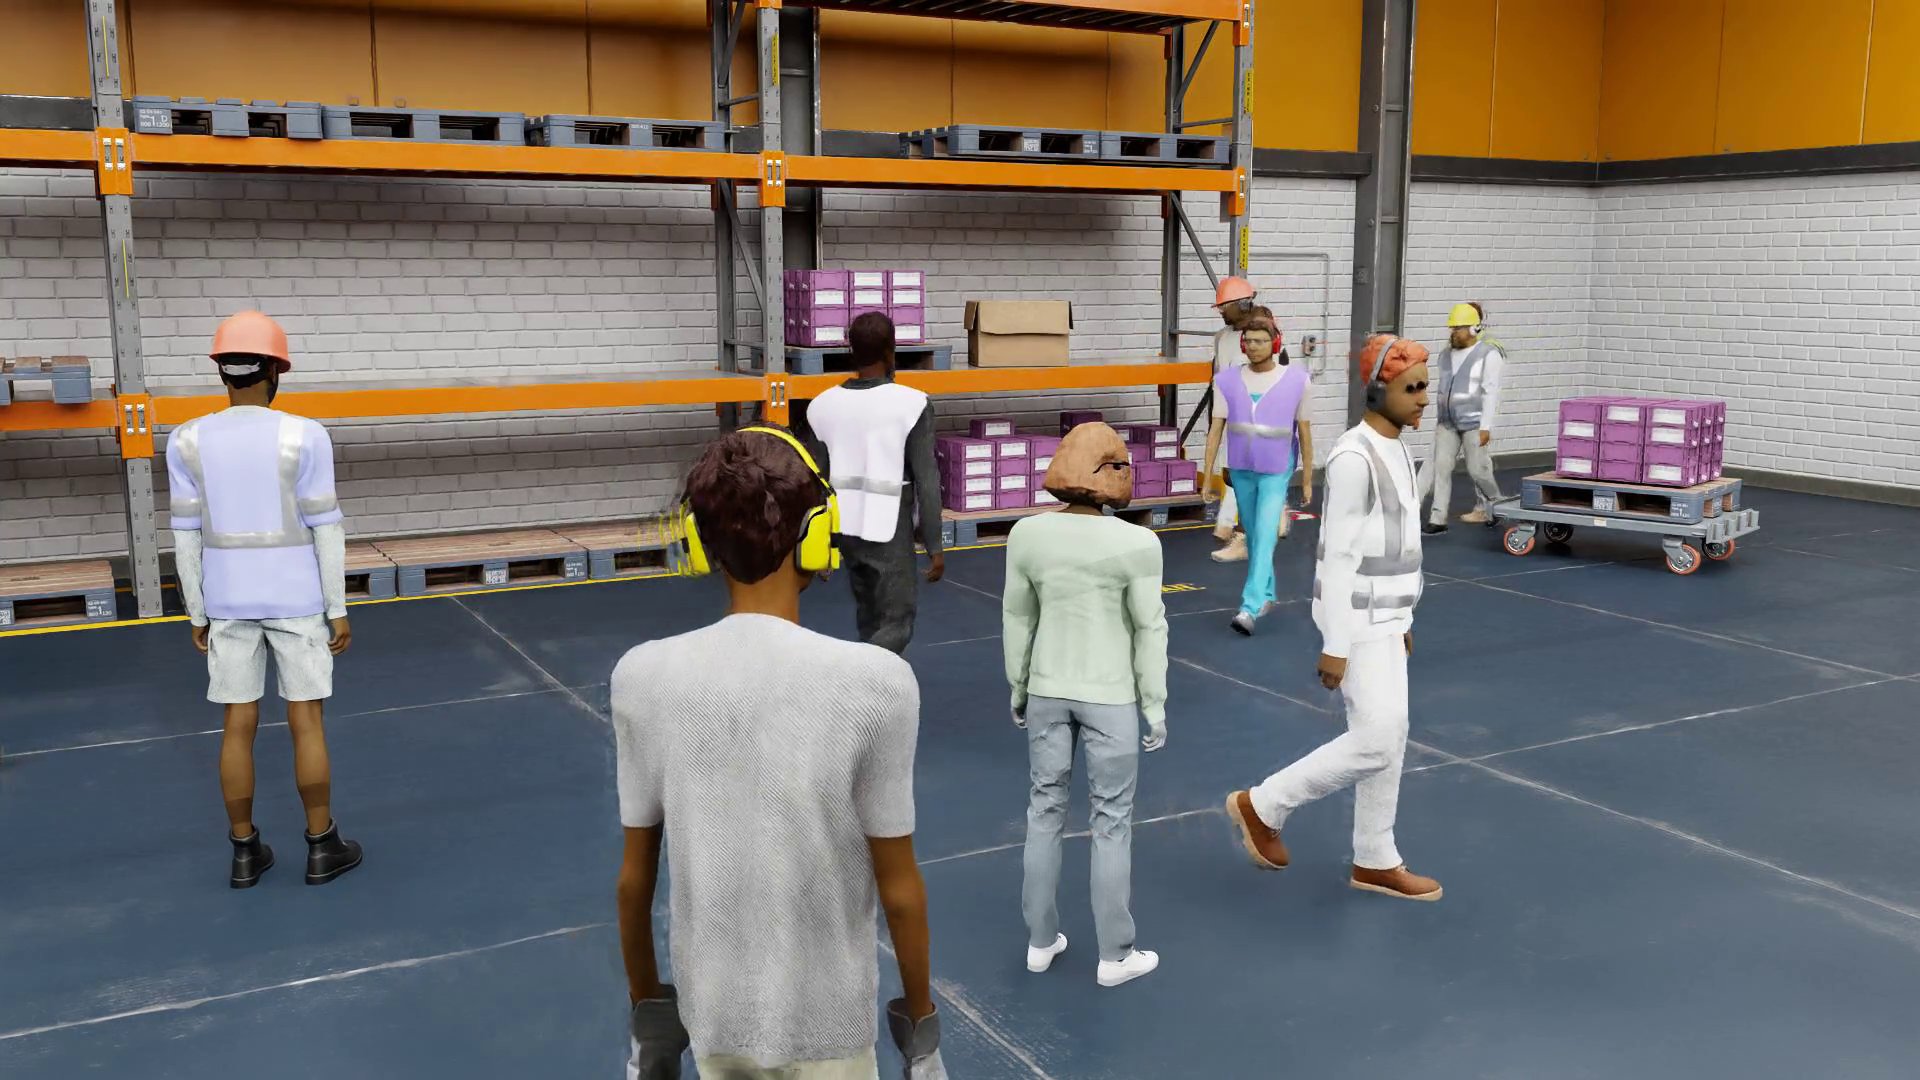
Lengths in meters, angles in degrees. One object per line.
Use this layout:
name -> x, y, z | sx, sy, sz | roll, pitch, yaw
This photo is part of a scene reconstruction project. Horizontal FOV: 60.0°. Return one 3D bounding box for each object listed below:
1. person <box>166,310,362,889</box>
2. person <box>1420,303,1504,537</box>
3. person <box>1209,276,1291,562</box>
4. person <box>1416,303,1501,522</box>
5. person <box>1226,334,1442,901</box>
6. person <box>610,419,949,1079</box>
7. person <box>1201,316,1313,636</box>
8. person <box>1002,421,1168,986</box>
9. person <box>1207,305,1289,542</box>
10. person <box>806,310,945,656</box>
person -> -2.315, 0.206, 5.564 | 0.543, 1.928, 0.374 | -1, 9, -4
person -> 3.935, -0.927, 12.859 | 0.771, 1.804, 0.599 | -7, 12, -37
person -> 2.096, -0.868, 11.853 | 0.811, 2.018, 0.618 | -7, 12, -36
person -> 3.980, -1.003, 13.382 | 0.891, 1.786, 0.647 | -4, 10, -21
person -> 1.260, 0.264, 5.415 | 0.596, 1.871, 0.600 | 4, 10, 25
person -> -0.291, 0.751, 2.490 | 0.530, 1.849, 0.634 | 3, 10, 20
person -> 1.690, -0.375, 9.525 | 0.586, 1.790, 0.984 | 5, 11, 29
person -> 0.367, 0.471, 4.843 | 0.507, 1.631, 0.278 | 5, 11, 29
person -> 2.193, -0.884, 12.664 | 0.969, 1.797, 0.638 | -9, 13, -44
person -> -0.384, -0.014, 7.012 | 0.598, 1.900, 0.802 | 5, 11, 30
